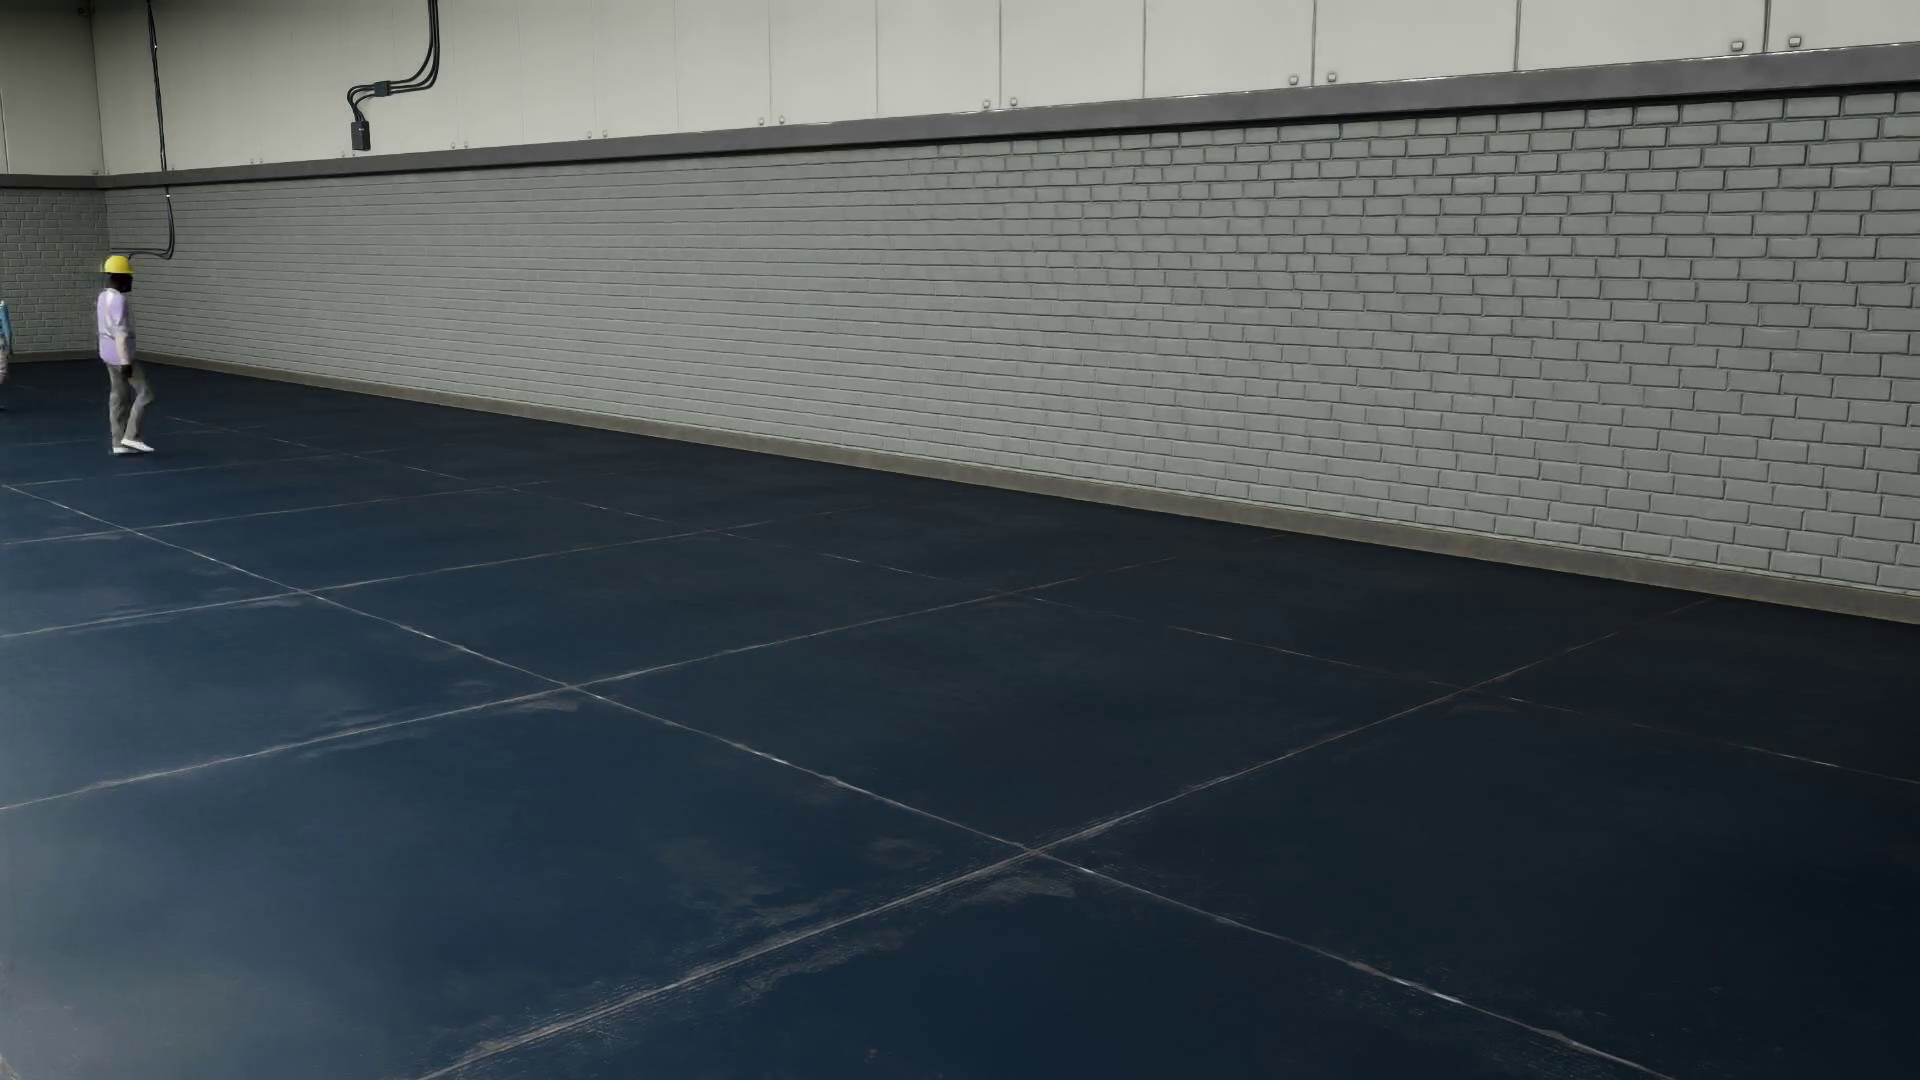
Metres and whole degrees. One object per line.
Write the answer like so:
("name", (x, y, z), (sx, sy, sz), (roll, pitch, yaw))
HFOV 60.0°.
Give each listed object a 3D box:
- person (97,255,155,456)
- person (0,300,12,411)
("person", (-8.003, -1.771, 16.018), (0.500, 1.912, 0.611), (-9, 13, -39))
("person", (-11.623, -2.326, 19.873), (0.523, 1.621, 0.635), (-1, 10, -5))
